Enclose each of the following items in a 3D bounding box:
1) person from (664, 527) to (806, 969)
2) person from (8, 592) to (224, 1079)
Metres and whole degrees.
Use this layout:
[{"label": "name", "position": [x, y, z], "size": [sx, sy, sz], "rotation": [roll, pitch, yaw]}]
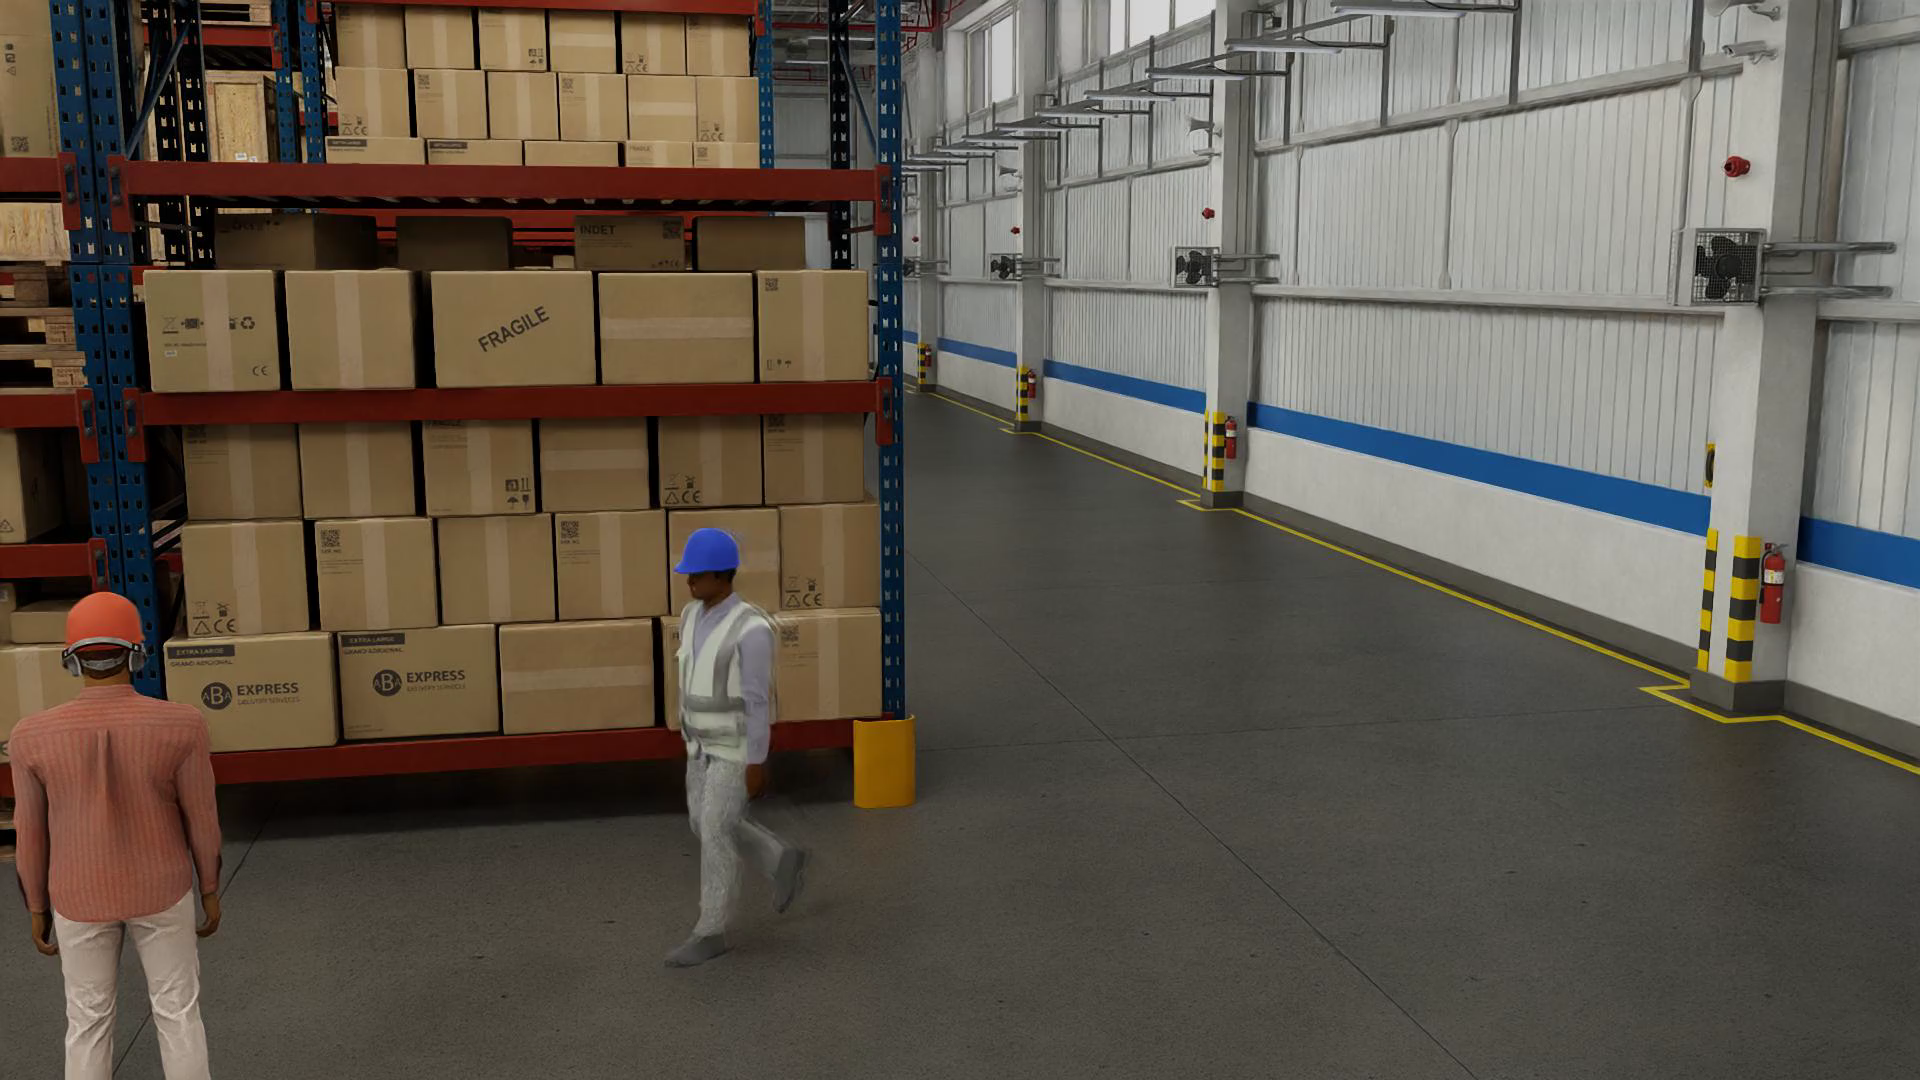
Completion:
[{"label": "person", "position": [-1.000, 0.877, 7.364], "size": [0.751, 1.925, 0.620], "rotation": [-8, 12, -40]}, {"label": "person", "position": [-2.759, 1.155, 5.499], "size": [0.611, 1.985, 0.414], "rotation": [-3, 10, -19]}]
